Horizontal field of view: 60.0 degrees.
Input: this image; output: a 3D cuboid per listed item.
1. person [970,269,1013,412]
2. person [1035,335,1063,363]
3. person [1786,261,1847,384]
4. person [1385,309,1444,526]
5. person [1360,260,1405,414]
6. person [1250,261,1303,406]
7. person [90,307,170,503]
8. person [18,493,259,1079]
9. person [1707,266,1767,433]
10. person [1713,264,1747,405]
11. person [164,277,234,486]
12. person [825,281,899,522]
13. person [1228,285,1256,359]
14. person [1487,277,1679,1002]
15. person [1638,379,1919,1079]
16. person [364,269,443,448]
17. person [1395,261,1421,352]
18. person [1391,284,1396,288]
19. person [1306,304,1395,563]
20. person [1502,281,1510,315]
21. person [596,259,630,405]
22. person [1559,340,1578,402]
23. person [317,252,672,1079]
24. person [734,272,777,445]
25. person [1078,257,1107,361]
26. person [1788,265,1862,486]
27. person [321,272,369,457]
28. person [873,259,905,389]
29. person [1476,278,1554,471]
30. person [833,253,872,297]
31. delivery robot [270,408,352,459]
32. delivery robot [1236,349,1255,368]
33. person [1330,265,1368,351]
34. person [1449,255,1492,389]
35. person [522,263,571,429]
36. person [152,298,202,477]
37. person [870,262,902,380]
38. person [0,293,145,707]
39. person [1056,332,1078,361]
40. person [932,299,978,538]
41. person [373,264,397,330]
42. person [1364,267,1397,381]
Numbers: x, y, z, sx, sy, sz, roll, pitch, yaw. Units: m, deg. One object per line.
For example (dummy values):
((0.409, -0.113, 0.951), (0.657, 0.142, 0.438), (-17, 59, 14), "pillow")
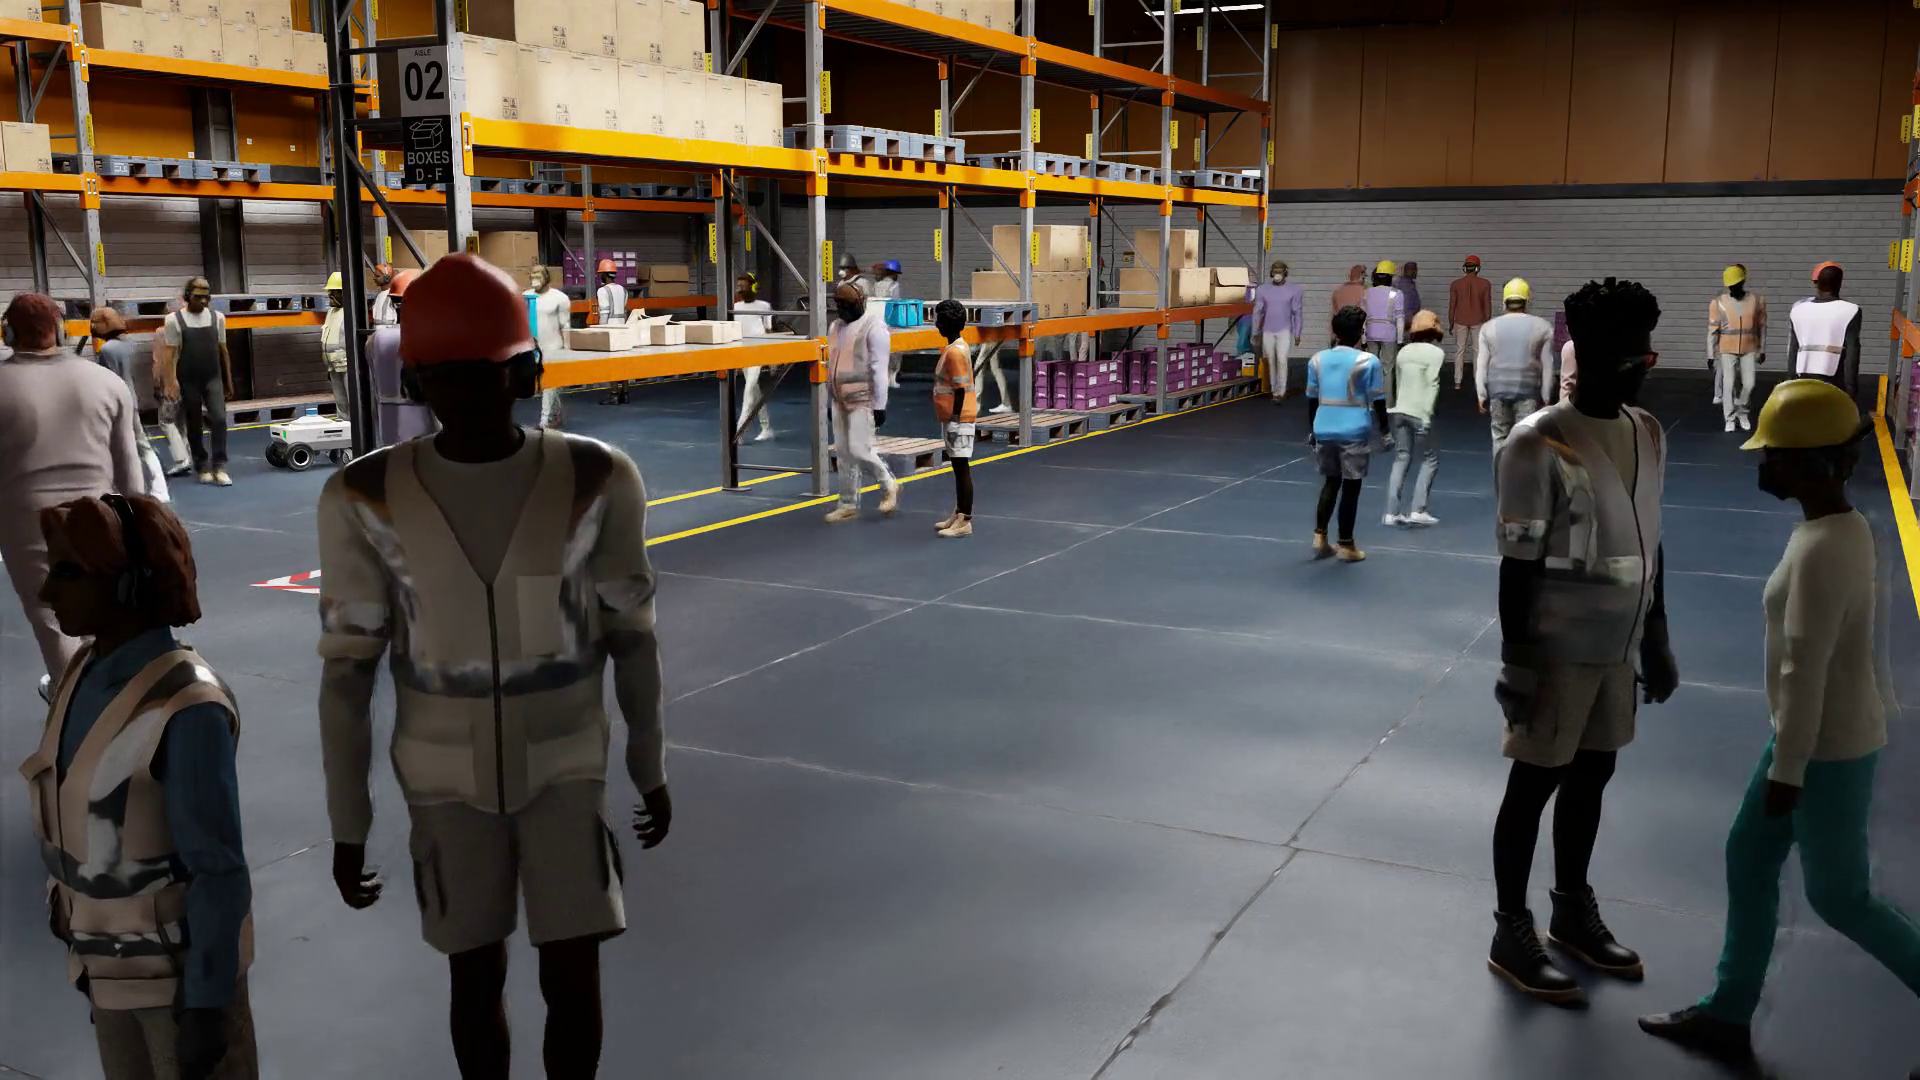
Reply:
((0.286, -2.510, 21.032), (0.814, 1.822, 0.534), (1, 10, 4), "person")
((1.592, -3.867, 28.709), (0.617, 1.877, 1.010), (-8, 12, -38), "person")
((8.115, -1.652, 15.724), (0.552, 1.942, 0.342), (2, 10, 10), "person")
((3.354, -0.900, 12.322), (0.484, 1.604, 0.515), (-5, 11, -28), "person")
((5.327, -2.554, 20.988), (0.587, 1.927, 0.369), (7, 12, 36), "person")
((4.164, -2.723, 22.030), (0.645, 1.899, 0.923), (5, 11, 26), "person")
((-6.810, -1.061, 13.306), (0.859, 1.582, 0.528), (-2, 10, -9), "person")
((-1.357, 0.729, 2.813), (0.513, 1.641, 0.309), (8, 13, 40), "person")
((8.725, -2.133, 18.694), (0.633, 1.875, 0.605), (3, 10, 16), "person")
((10.320, -2.735, 22.188), (0.318, 1.876, 0.531), (-3, 10, -15), "person")
((-6.542, -1.357, 14.373), (0.546, 1.807, 0.755), (-8, 13, -38), "person")
((-0.740, -1.021, 12.450), (0.530, 1.819, 0.692), (-9, 14, -43), "person")
((4.446, -3.405, 26.349), (0.993, 1.775, 0.672), (-6, 11, -30), "person")
((1.709, 0.268, 4.554), (0.630, 1.959, 0.375), (-6, 12, -33), "person")
((2.138, 0.482, 3.976), (0.778, 1.728, 0.526), (5, 11, 27), "person")
((-3.152, -0.591, 9.627), (0.540, 1.930, 0.382), (5, 11, 26), "person")
((7.451, -3.734, 27.951), (0.739, 1.885, 0.649), (1, 10, 8), "person")
((6.876, -3.558, 27.120), (0.610, 1.815, 0.428), (-7, 12, -35), "person")
((2.522, -0.684, 10.843), (0.387, 1.693, 0.551), (-8, 13, -39), "person")
((8.257, -3.092, 25.026), (0.734, 1.591, 0.519), (8, 13, 39), "person")
((-4.647, -2.757, 22.134), (0.379, 1.937, 0.548), (5, 11, 25), "person")
((4.285, -0.800, 11.298), (0.522, 1.769, 0.317), (-4, 11, -24), "person")
((-0.885, 0.470, 3.205), (0.648, 2.019, 0.588), (-2, 10, -13), "person")
((-2.266, -1.920, 17.666), (0.553, 1.805, 0.994), (5, 11, 28), "person")
((1.992, -3.253, 24.837), (0.395, 1.993, 0.616), (-7, 12, -33), "person")
((7.481, -1.414, 14.447), (0.399, 1.914, 0.591), (-7, 12, -37), "person")
((-6.066, -1.713, 16.395), (0.588, 1.833, 0.404), (7, 12, 36), "person")
((-1.051, -3.180, 24.611), (0.480, 1.921, 0.665), (-9, 13, -43), "person")
((4.522, -1.226, 13.602), (0.607, 1.820, 0.587), (5, 11, 26), "person")
((-1.611, -3.012, 23.312), (0.640, 2.000, 0.714), (-8, 12, -38), "person")
((-6.098, -0.998, 15.677), (0.707, 0.478, 0.477), (-9, 14, -44), "delivery robot")
((4.407, -2.678, 25.405), (0.477, 0.478, 0.707), (0, 10, 2), "delivery robot")
((5.169, -2.743, 22.241), (0.745, 1.871, 0.682), (-5, 11, -29), "person")
((7.578, -3.227, 24.718), (0.608, 1.984, 0.397), (4, 11, 21), "person")
((-4.669, -2.166, 18.812), (0.636, 1.915, 0.833), (2, 10, 10), "person")
((-7.067, -1.375, 15.065), (0.387, 1.613, 0.537), (5, 11, 26), "person")
((-1.134, -3.342, 25.687), (0.688, 1.875, 0.729), (6, 12, 32), "person")
((-3.761, -0.075, 6.834), (0.980, 1.851, 0.674), (9, 13, 42), "person")
((1.905, -3.952, 29.348), (0.621, 1.838, 0.429), (6, 12, 31), "person")
((-0.035, -0.863, 11.861), (0.322, 1.697, 0.531), (0, 10, -1), "person")
((-7.049, -2.448, 20.505), (0.356, 1.883, 0.573), (-8, 13, -39), "person")
((5.756, -2.857, 23.014), (0.619, 1.837, 0.430), (1, 10, 4), "person")
